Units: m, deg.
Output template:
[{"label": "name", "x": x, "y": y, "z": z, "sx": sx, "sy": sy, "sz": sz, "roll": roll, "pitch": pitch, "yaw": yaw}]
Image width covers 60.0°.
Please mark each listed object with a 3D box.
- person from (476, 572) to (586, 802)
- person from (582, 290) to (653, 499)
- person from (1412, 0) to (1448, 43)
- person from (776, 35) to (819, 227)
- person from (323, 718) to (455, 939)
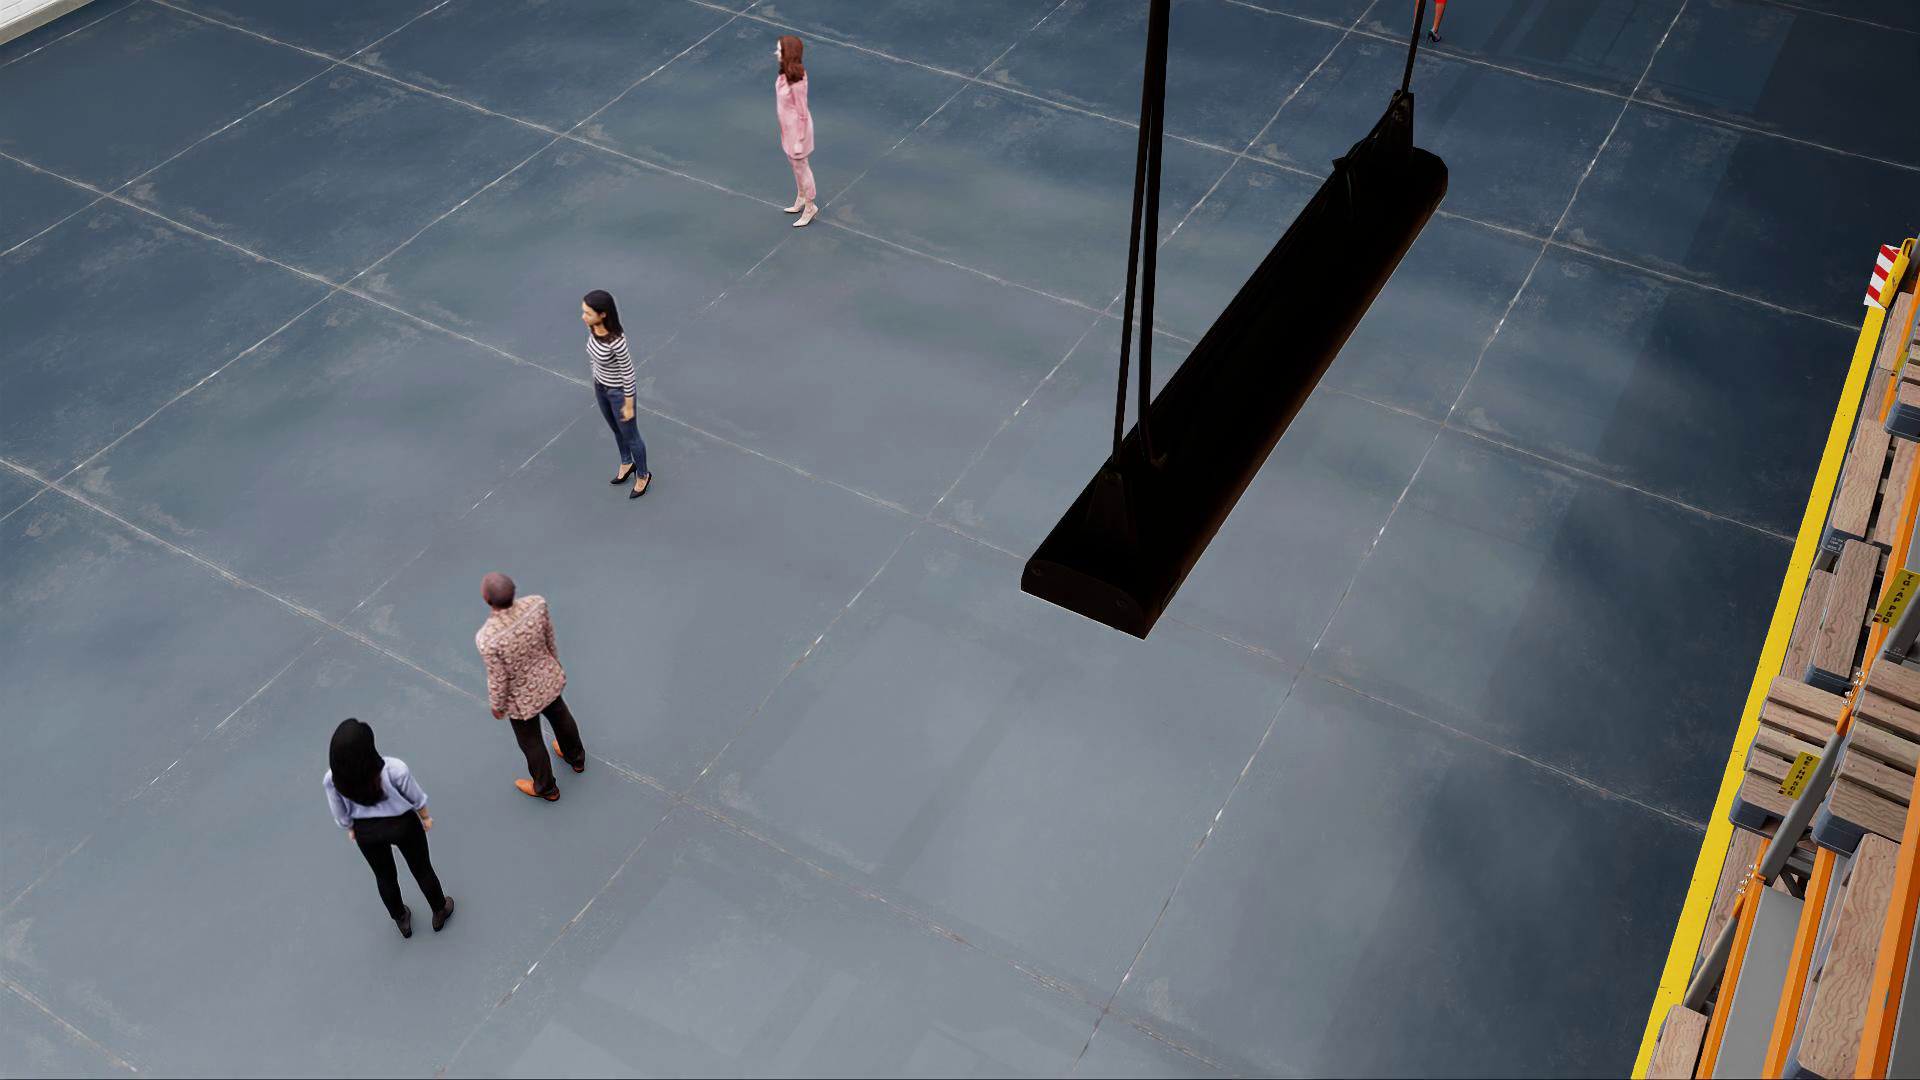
[{"label": "person", "x": -2.593, "y": 0.872, "z": 9.998, "sx": 0.752, "sy": 1.807, "sz": 0.542, "roll": 25, "pitch": 49, "yaw": 24}, {"label": "person", "x": -2.488, "y": -1.053, "z": 12.028, "sx": 0.593, "sy": 1.796, "sz": 0.648, "roll": -32, "pitch": 52, "yaw": -29}, {"label": "person", "x": 4.992, "y": -6.033, "z": 17.293, "sx": 0.582, "sy": 1.744, "sz": 0.511, "roll": 26, "pitch": 49, "yaw": 24}, {"label": "person", "x": -1.443, "y": -3.631, "z": 14.729, "sx": 0.730, "sy": 1.803, "sz": 0.688, "roll": -13, "pitch": 45, "yaw": -14}, {"label": "person", "x": -3.196, "y": 1.613, "z": 9.267, "sx": 0.731, "sy": 1.743, "sz": 0.775, "roll": -8, "pitch": 44, "yaw": -8}]
